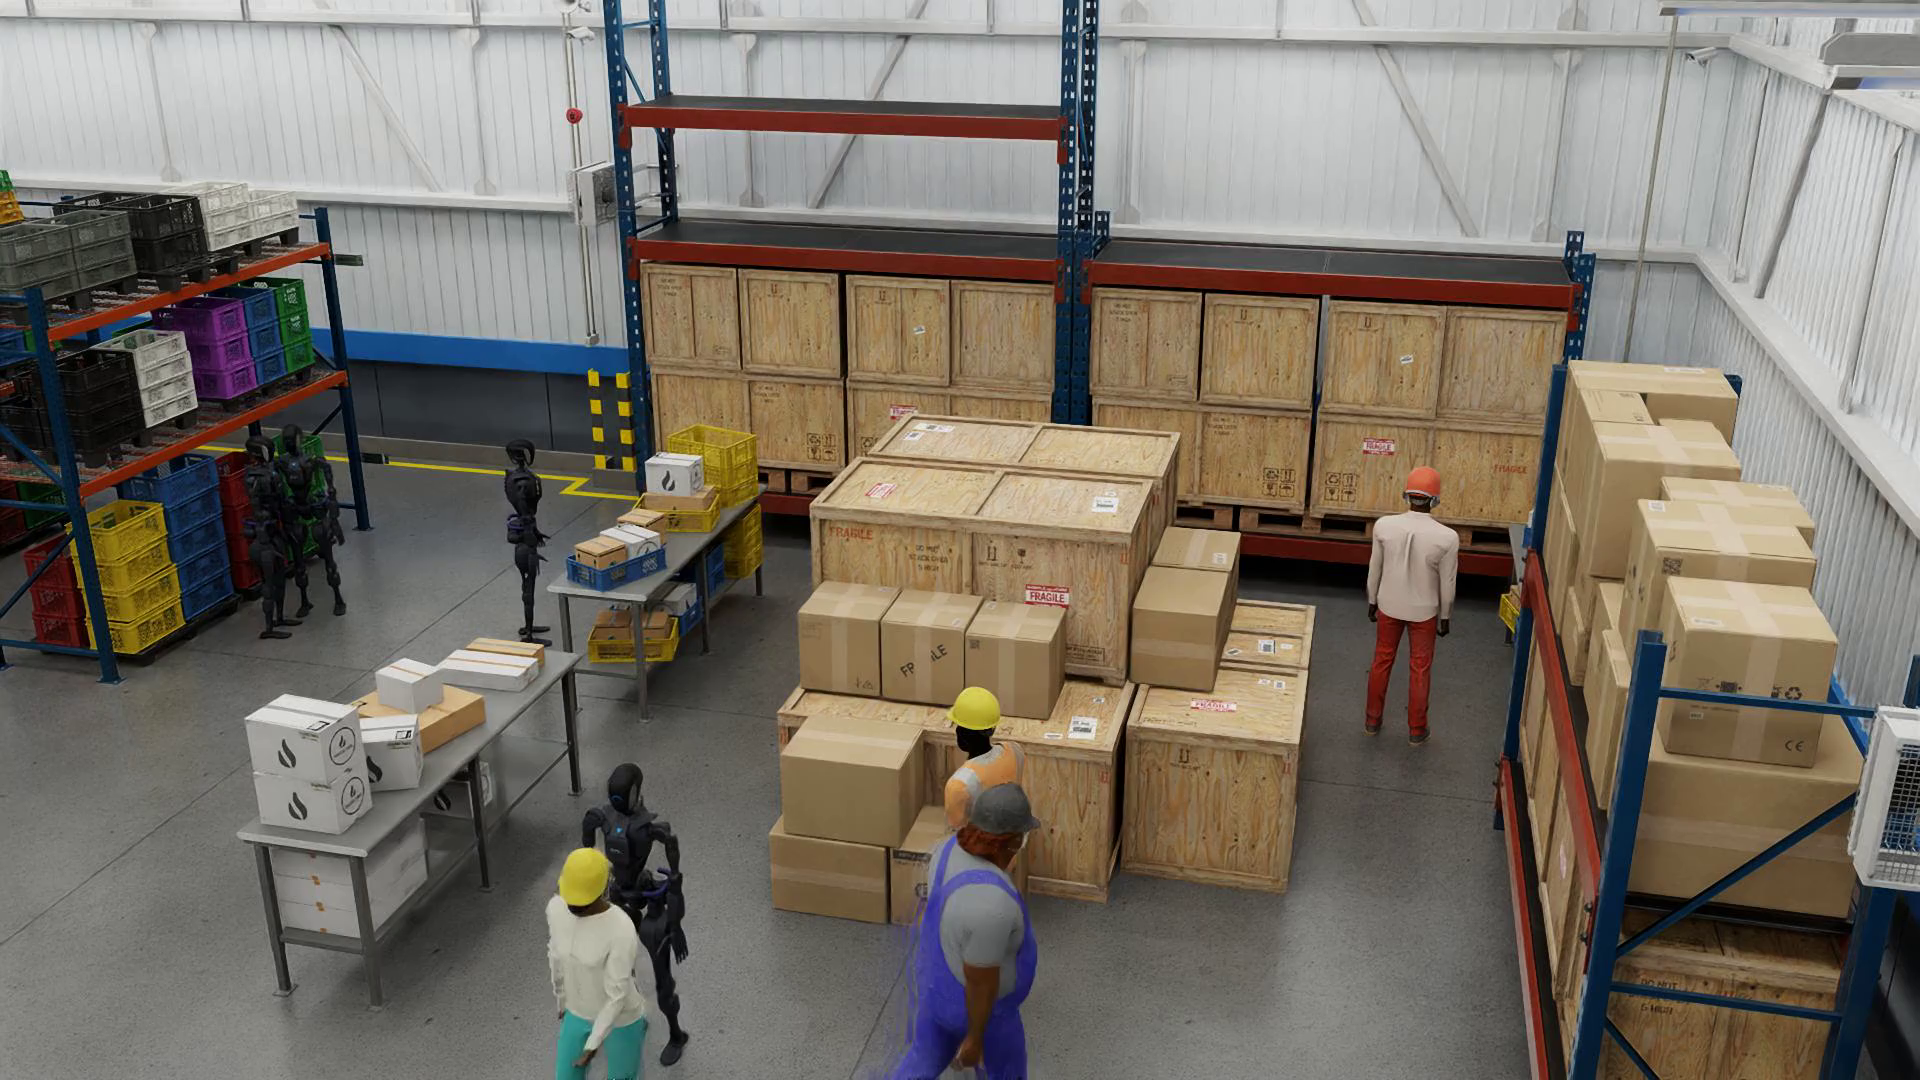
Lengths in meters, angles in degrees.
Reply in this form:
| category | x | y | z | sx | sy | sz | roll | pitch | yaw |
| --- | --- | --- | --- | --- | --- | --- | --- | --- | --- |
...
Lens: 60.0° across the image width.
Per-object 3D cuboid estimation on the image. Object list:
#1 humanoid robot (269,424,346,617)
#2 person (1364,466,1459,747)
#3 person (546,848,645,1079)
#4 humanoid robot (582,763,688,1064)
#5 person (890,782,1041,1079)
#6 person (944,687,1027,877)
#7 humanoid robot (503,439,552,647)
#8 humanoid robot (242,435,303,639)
| category | x | y | z | sx | sy | sz | roll | pitch | yaw |
| --- | --- | --- | --- | --- | --- | --- | --- | --- | --- |
| humanoid robot | -5.295 | -0.157 | 13.480 | 0.574 | 1.649 | 0.352 | -2 | 21 | -6 |
| person | 3.103 | 0.452 | 11.469 | 0.609 | 1.985 | 0.412 | 12 | 24 | 29 |
| person | -1.652 | 2.135 | 7.394 | 0.522 | 1.739 | 0.431 | 10 | 23 | 24 |
| humanoid robot | -1.608 | 1.841 | 8.251 | 0.571 | 1.651 | 0.338 | 7 | 22 | 18 |
| person | -0.023 | 1.970 | 7.414 | 1.017 | 2.000 | 0.684 | -10 | 23 | -25 |
| person | 0.094 | 1.632 | 8.453 | 0.367 | 1.928 | 0.585 | 15 | 25 | 34 |
| humanoid robot | -3.379 | 0.000 | 13.053 | 0.325 | 1.658 | 0.600 | -5 | 21 | -12 |
| humanoid robot | -5.454 | -0.029 | 13.151 | 0.335 | 1.653 | 0.568 | 1 | 21 | 2 |
